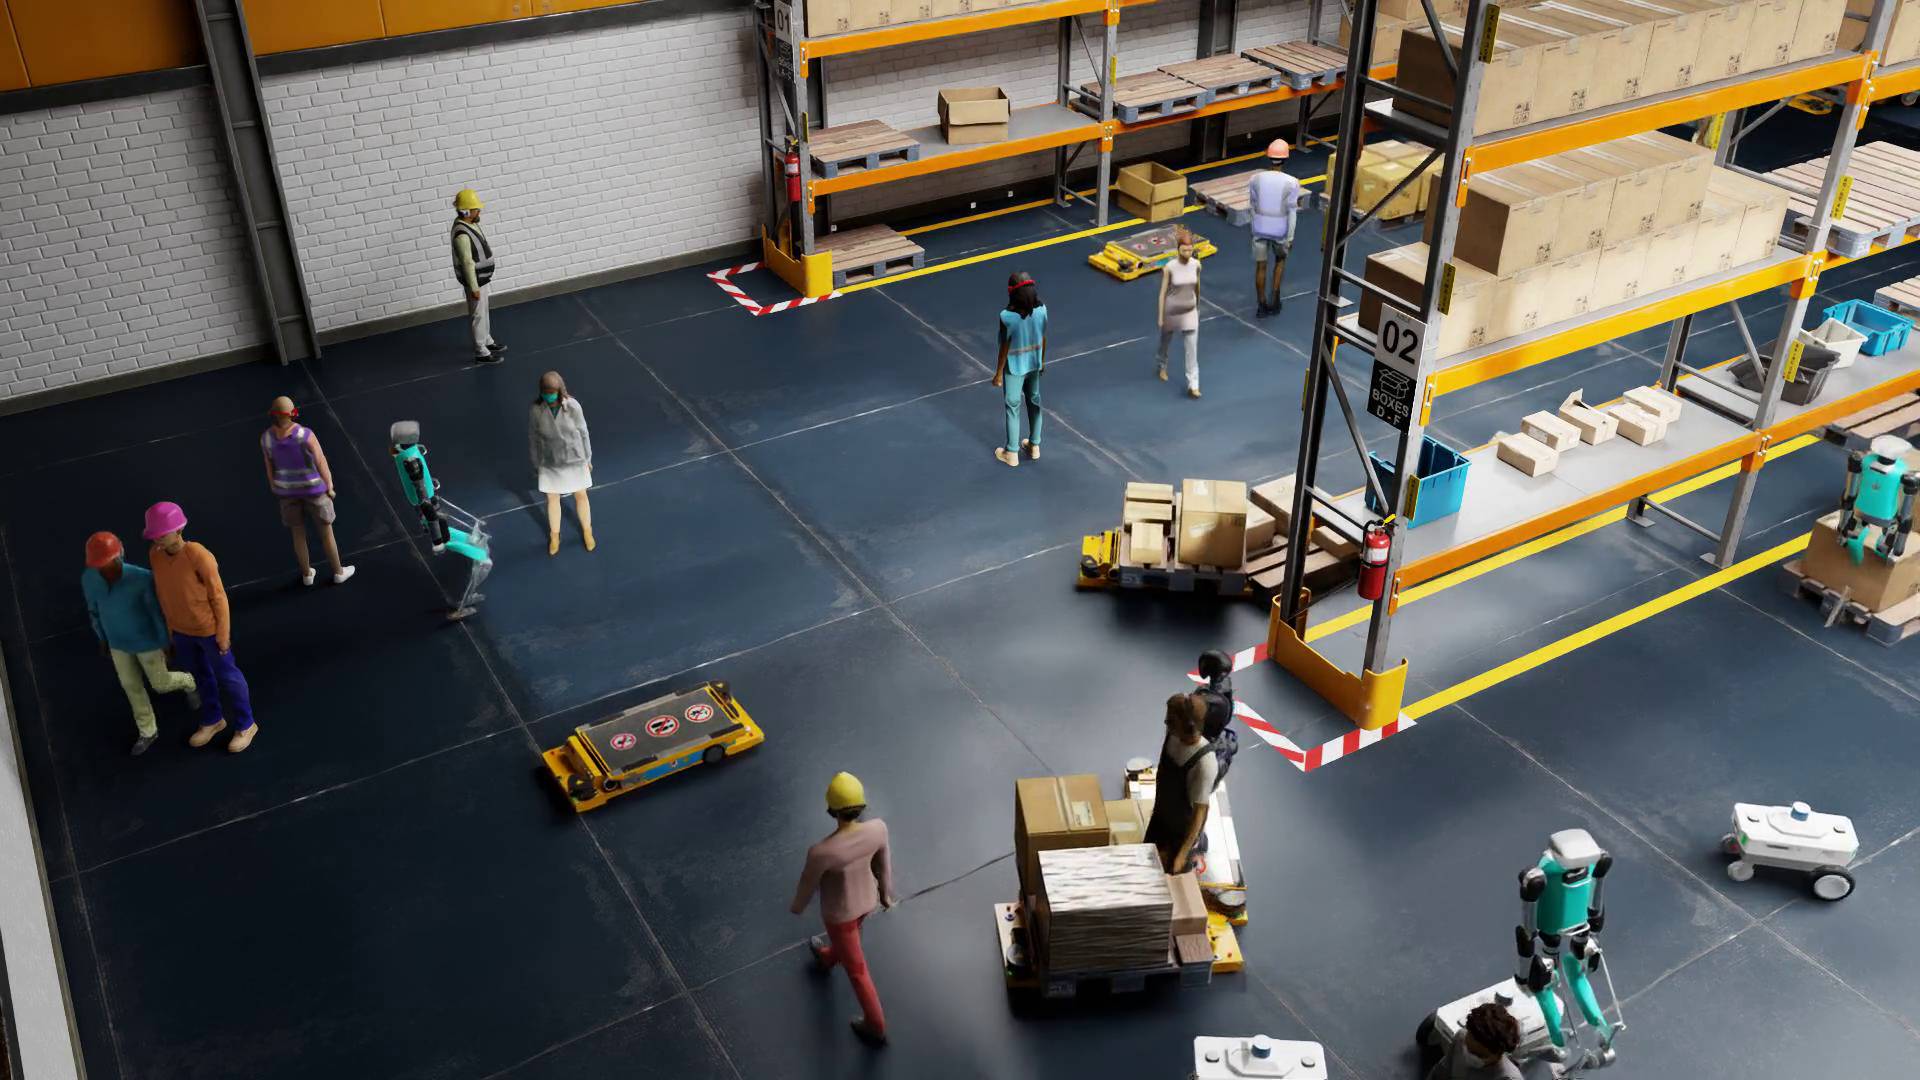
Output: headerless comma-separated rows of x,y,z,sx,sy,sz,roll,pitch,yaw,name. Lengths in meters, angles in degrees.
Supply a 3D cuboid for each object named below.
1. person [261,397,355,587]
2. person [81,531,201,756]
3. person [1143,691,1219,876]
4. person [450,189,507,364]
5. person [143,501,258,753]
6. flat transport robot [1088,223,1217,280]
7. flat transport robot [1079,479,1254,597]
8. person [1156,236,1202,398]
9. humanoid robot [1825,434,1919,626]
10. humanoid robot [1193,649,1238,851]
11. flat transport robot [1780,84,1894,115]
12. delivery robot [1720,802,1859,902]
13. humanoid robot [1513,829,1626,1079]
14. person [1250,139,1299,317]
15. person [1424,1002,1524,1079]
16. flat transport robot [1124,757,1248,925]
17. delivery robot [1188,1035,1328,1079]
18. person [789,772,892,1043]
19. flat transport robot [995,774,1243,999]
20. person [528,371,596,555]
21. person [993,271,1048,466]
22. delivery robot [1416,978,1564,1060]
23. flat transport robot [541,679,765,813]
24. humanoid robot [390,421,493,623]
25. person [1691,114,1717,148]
-5.270,-0.380,13.347,0.482,1.694,0.347,-2,32,-3,person
-5.768,0.652,11.660,0.577,1.735,0.613,4,32,6,person
1.231,1.722,9.890,0.610,1.809,0.617,-17,36,-26,person
-4.912,-2.680,16.898,0.403,1.825,0.589,-4,32,-7,person
-5.285,0.595,11.524,0.504,1.985,0.373,8,33,12,person
2.264,-3.381,19.476,1.431,0.231,0.659,-21,38,-29,flat transport robot
1.726,0.180,13.797,1.431,0.231,0.659,4,32,6,flat transport robot
2.163,-2.203,16.327,0.487,1.609,0.876,-6,33,-9,person
7.090,-0.043,12.818,0.791,1.827,0.553,-21,38,-30,humanoid robot
1.587,1.417,10.521,0.480,1.653,0.602,17,36,25,humanoid robot
12.859,-6.508,24.463,1.431,0.231,0.659,-14,35,-21,flat transport robot
5.353,1.944,10.703,0.775,0.583,0.499,6,33,10,delivery robot
3.281,2.392,8.896,0.568,1.789,0.780,-11,34,-18,humanoid robot
3.343,-3.350,17.878,0.538,1.911,0.510,10,34,16,person
2.385,2.878,8.001,0.750,1.868,0.607,-7,33,-11,person
1.468,1.967,10.947,0.659,0.231,1.431,0,32,0,flat transport robot
1.648,2.961,9.109,0.816,0.612,0.499,2,32,3,delivery robot
-0.678,2.036,9.468,0.529,1.716,0.873,-26,41,-35,person
0.964,2.409,10.242,1.431,0.231,0.659,-3,32,-5,flat transport robot
-3.294,-0.634,13.780,0.489,1.660,0.339,-5,32,-8,person
0.556,-1.552,15.053,0.516,1.870,0.392,-18,36,-26,person
3.003,2.774,9.410,0.785,0.614,0.507,-14,35,-21,delivery robot
-2.173,1.438,11.790,1.431,0.231,0.659,-19,37,-27,flat transport robot
-3.931,-0.164,12.937,0.741,1.758,0.532,-15,35,-23,humanoid robot
9.323,-5.067,20.693,0.615,1.824,0.585,12,34,19,person
